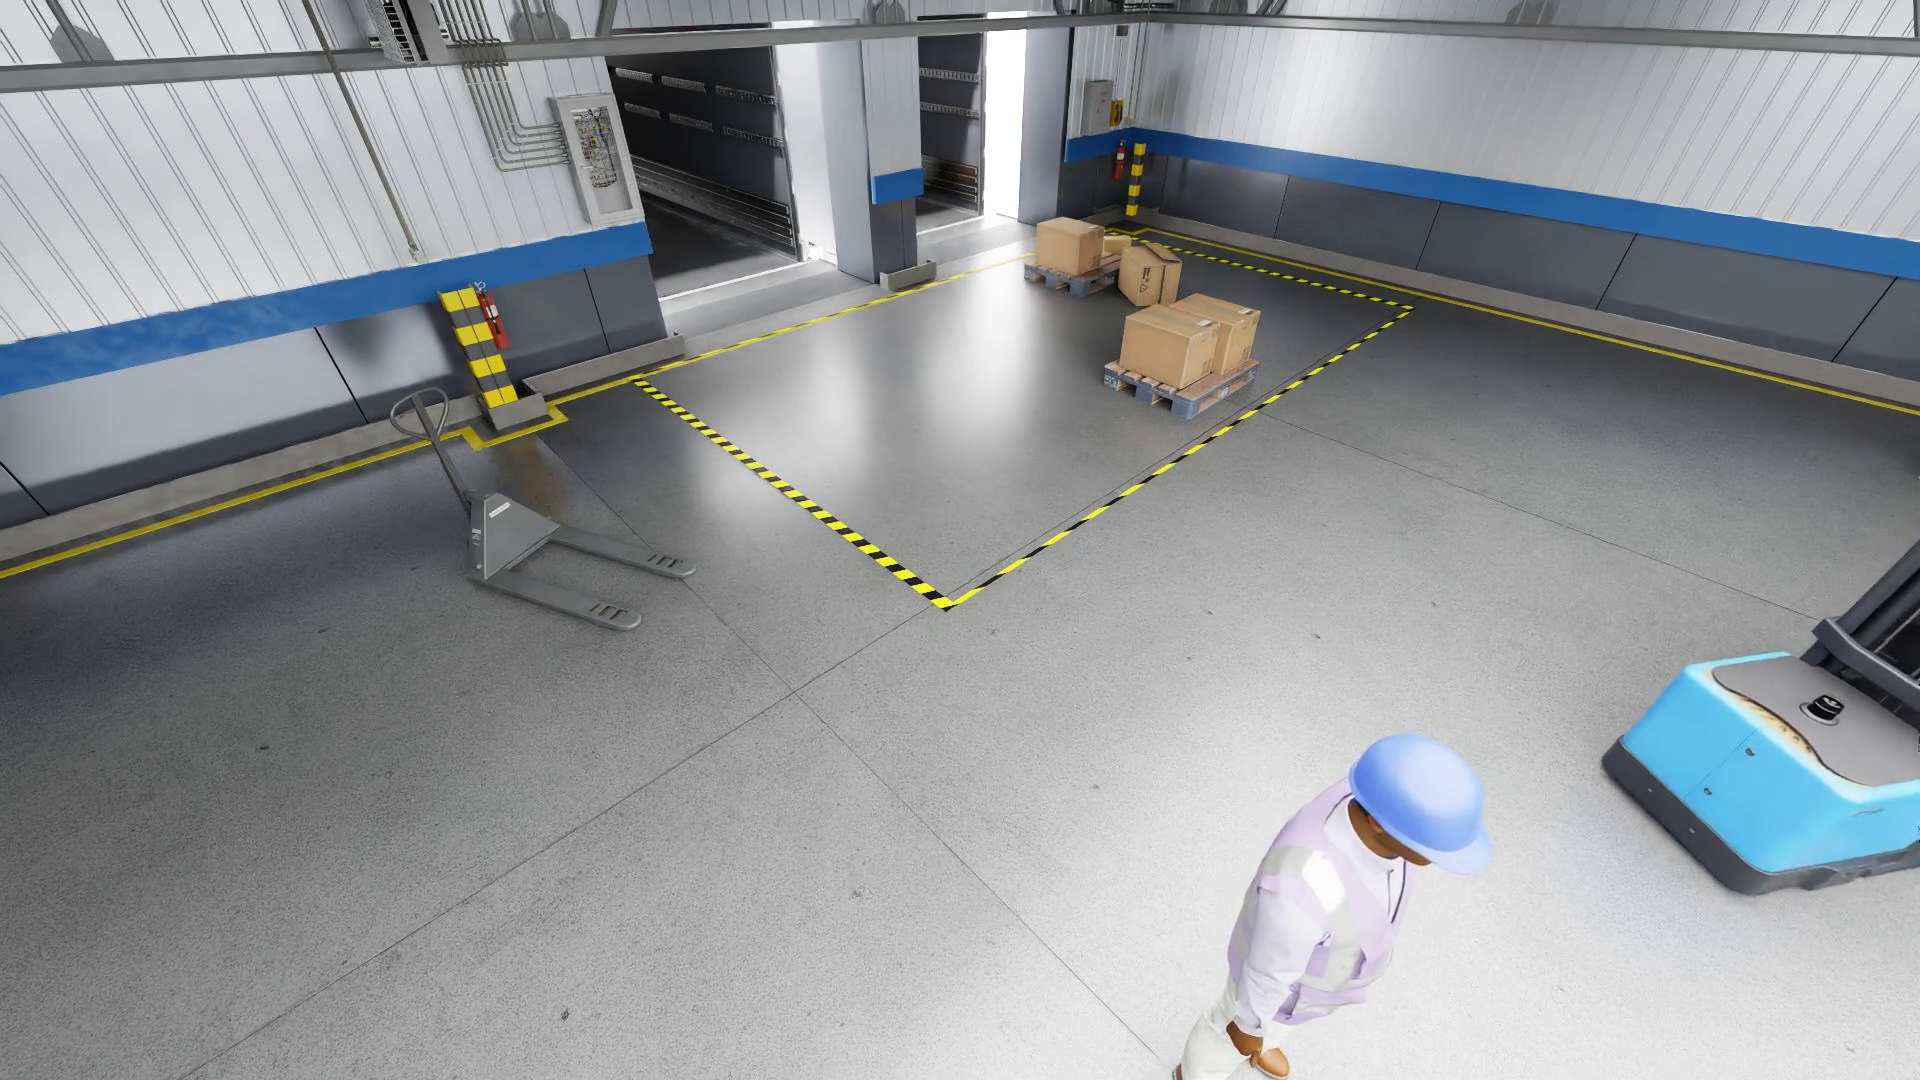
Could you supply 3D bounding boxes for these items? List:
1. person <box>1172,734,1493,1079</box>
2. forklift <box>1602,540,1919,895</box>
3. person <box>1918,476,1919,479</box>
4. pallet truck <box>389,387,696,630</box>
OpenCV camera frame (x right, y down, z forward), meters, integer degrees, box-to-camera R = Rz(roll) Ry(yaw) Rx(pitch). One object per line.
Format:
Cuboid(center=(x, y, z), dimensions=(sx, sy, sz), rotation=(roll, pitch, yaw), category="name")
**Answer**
Cuboid(center=(0.984, 1.206, 2.132), dimensions=(0.614, 1.946, 0.389), rotation=(-28, 46, -32), category="person")
Cuboid(center=(3.746, 0.528, 2.935), dimensions=(0.776, 2.013, 0.716), rotation=(-6, 38, -7), category="forklift")
Cuboid(center=(7.878, -1.100, 5.284), dimensions=(0.492, 1.742, 0.318), rotation=(-1, 38, -1), category="person")
Cuboid(center=(-2.613, -0.247, 4.593), dimensions=(1.601, 1.201, 0.680), rotation=(14, 40, 17), category="pallet truck")
